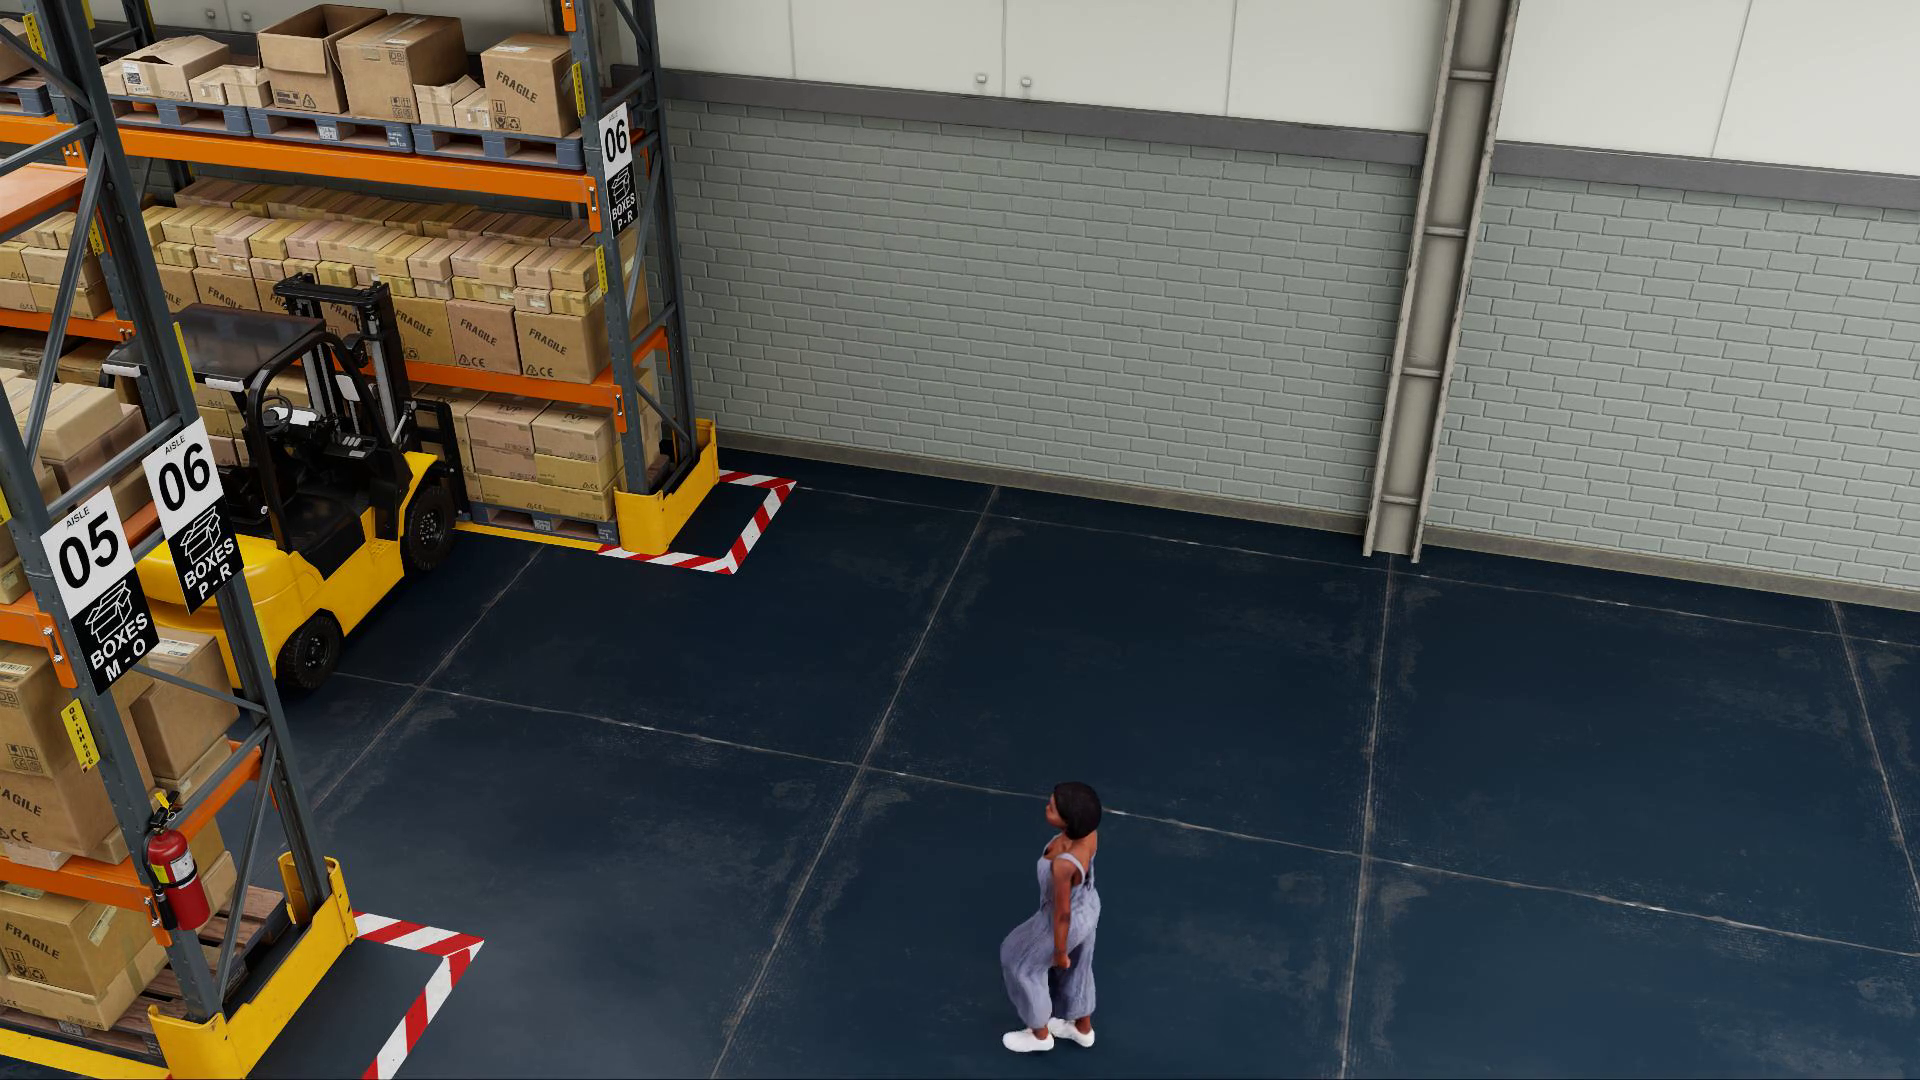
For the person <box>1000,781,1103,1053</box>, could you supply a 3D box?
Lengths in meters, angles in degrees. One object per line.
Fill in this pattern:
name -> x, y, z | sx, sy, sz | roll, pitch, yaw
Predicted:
person -> 0.578, 1.823, 7.888 | 0.742, 1.686, 0.643 | 14, 36, 21
